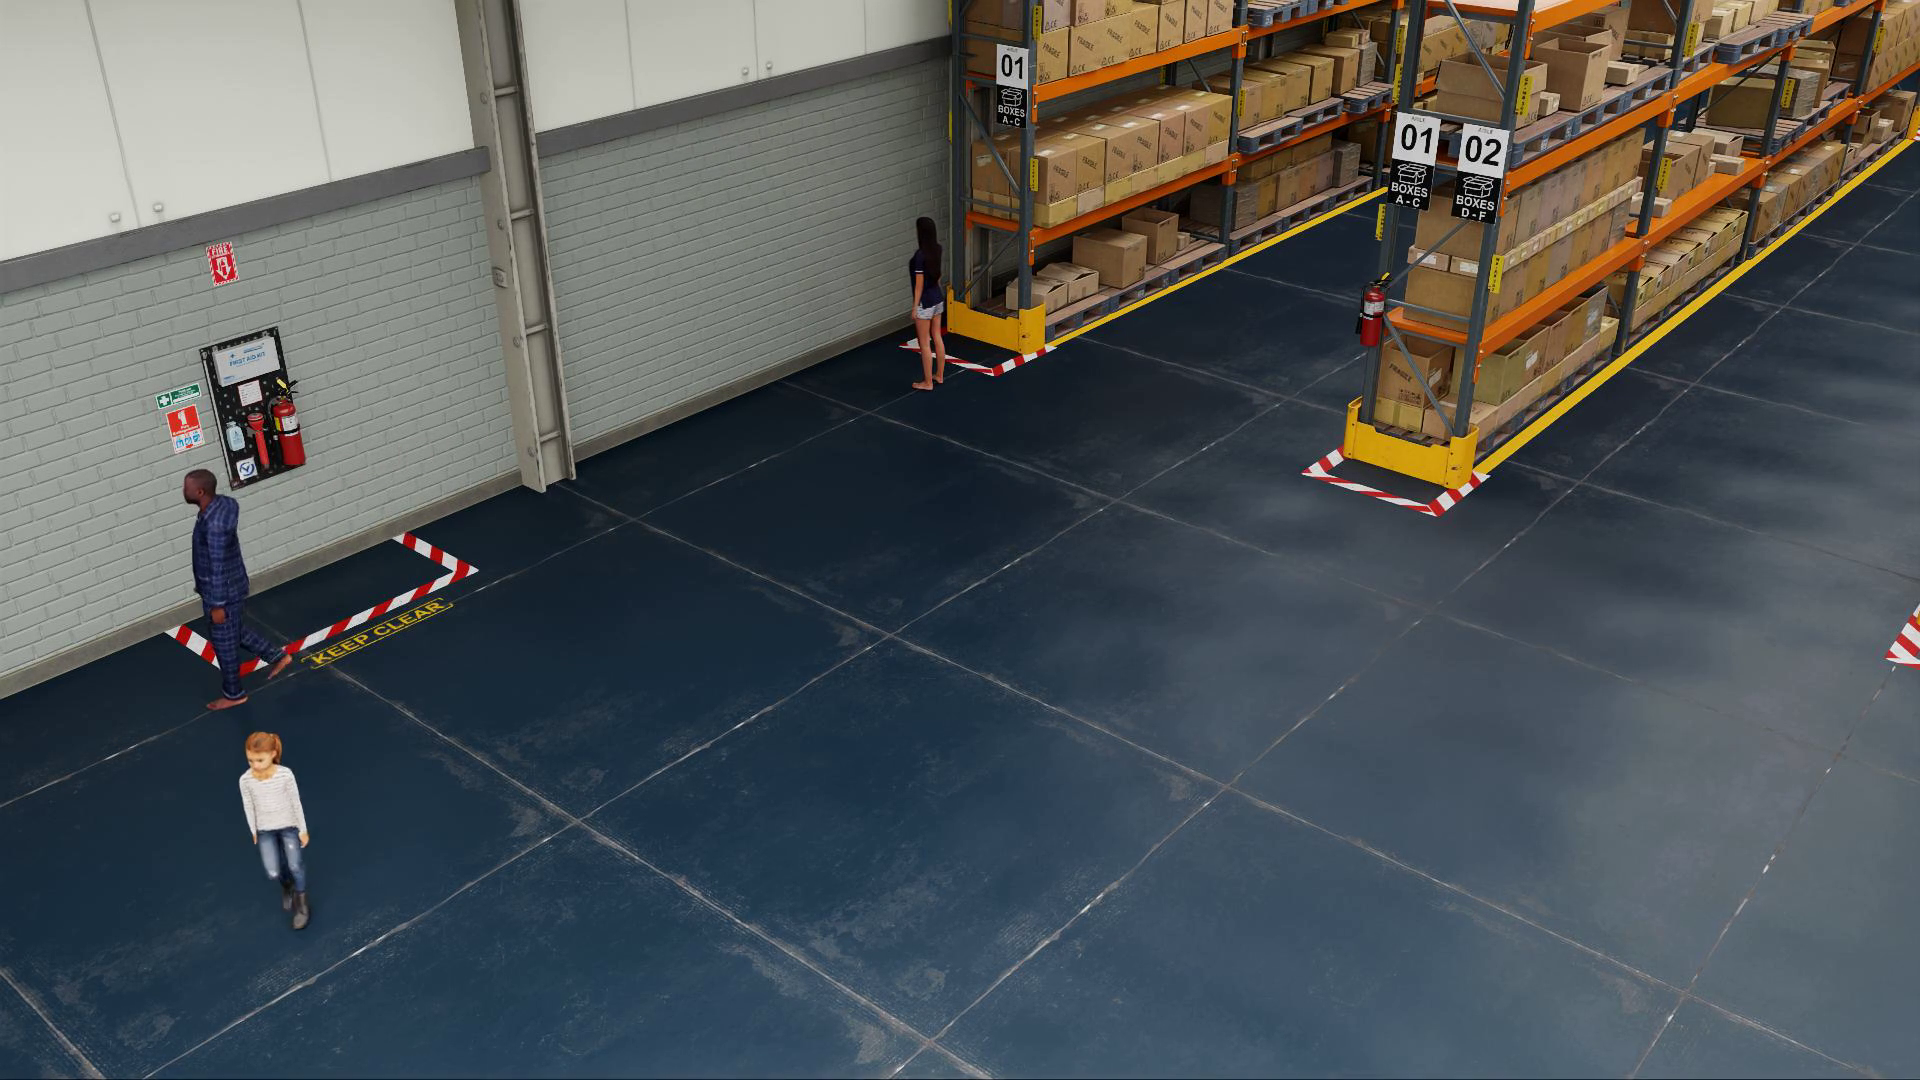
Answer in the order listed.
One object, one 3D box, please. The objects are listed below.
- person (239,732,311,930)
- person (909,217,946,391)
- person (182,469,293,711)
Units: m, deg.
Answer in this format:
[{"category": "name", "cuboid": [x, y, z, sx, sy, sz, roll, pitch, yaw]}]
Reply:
[{"category": "person", "cuboid": [-3.916, 1.628, 9.623, 0.617, 1.308, 0.671, -5, 28, -10]}, {"category": "person", "cuboid": [-0.323, -2.365, 16.635, 0.654, 1.764, 0.477, 19, 33, 31]}, {"category": "person", "cuboid": [-5.036, 0.334, 11.522, 0.997, 1.807, 0.909, -9, 29, -17]}]
